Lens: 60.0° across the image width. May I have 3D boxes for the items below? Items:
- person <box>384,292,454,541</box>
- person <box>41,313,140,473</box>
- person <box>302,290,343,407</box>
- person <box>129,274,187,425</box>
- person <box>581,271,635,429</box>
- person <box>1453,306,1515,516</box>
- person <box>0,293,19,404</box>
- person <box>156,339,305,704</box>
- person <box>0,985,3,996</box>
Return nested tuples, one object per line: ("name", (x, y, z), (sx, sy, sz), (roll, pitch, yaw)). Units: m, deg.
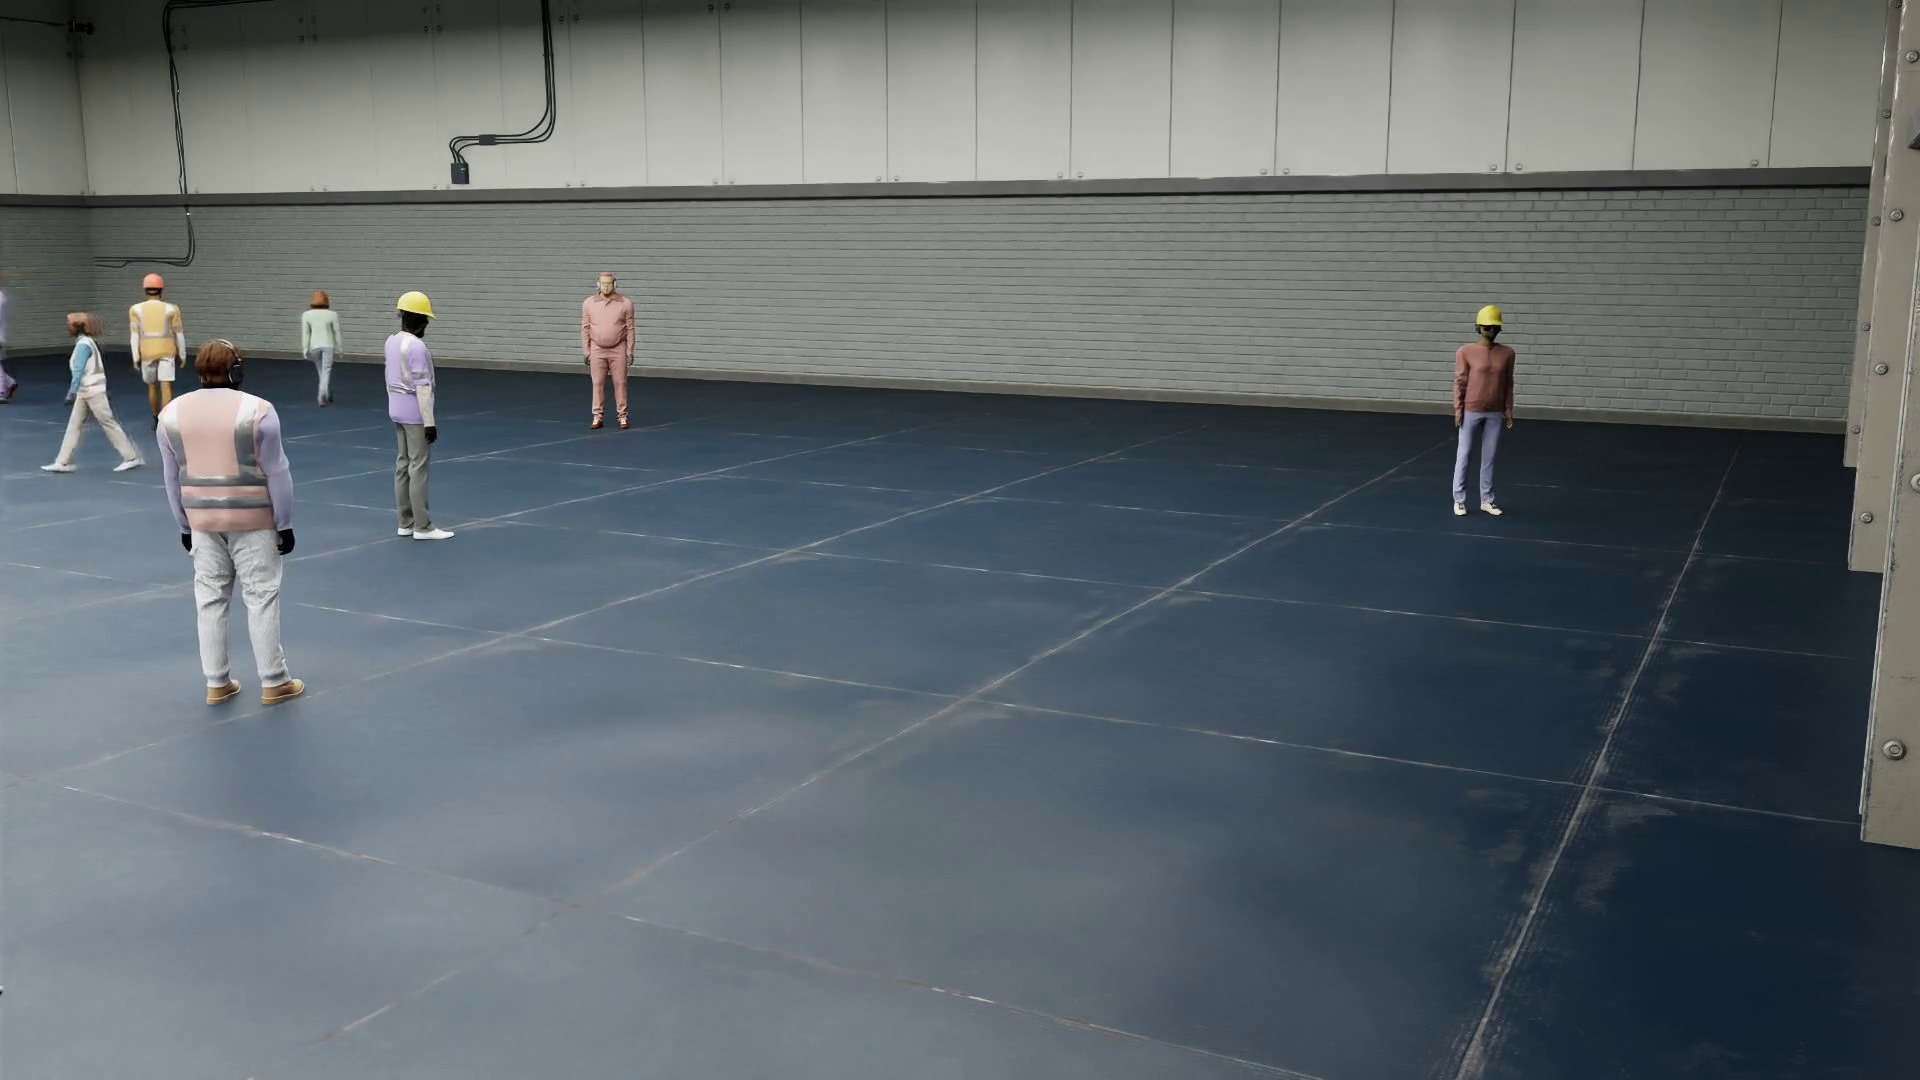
("person", (-4.217, -0.955, 12.888), (0.382, 1.917, 0.585), (-9, 14, -41))
("person", (-8.645, -1.450, 16.481), (0.883, 1.592, 0.508), (-7, 12, -32))
("person", (-8.834, -2.651, 23.014), (0.508, 1.598, 0.832), (0, 10, -2))
("person", (-9.592, -2.229, 19.936), (0.574, 1.880, 1.002), (-4, 11, -19))
("person", (-4.281, -2.302, 20.252), (0.641, 1.913, 0.408), (-1, 10, -7))
("person", (4.402, -1.080, 13.983), (0.523, 1.769, 0.313), (-1, 10, -7))
("person", (-13.468, -2.823, 23.162), (0.651, 1.892, 0.517), (7, 13, 34))
("person", (-3.633, -0.082, 8.335), (0.627, 1.844, 0.429), (0, 10, 2))
("person", (-3.282, 0.683, 4.789), (0.539, 1.604, 0.709), (9, 14, 42))
